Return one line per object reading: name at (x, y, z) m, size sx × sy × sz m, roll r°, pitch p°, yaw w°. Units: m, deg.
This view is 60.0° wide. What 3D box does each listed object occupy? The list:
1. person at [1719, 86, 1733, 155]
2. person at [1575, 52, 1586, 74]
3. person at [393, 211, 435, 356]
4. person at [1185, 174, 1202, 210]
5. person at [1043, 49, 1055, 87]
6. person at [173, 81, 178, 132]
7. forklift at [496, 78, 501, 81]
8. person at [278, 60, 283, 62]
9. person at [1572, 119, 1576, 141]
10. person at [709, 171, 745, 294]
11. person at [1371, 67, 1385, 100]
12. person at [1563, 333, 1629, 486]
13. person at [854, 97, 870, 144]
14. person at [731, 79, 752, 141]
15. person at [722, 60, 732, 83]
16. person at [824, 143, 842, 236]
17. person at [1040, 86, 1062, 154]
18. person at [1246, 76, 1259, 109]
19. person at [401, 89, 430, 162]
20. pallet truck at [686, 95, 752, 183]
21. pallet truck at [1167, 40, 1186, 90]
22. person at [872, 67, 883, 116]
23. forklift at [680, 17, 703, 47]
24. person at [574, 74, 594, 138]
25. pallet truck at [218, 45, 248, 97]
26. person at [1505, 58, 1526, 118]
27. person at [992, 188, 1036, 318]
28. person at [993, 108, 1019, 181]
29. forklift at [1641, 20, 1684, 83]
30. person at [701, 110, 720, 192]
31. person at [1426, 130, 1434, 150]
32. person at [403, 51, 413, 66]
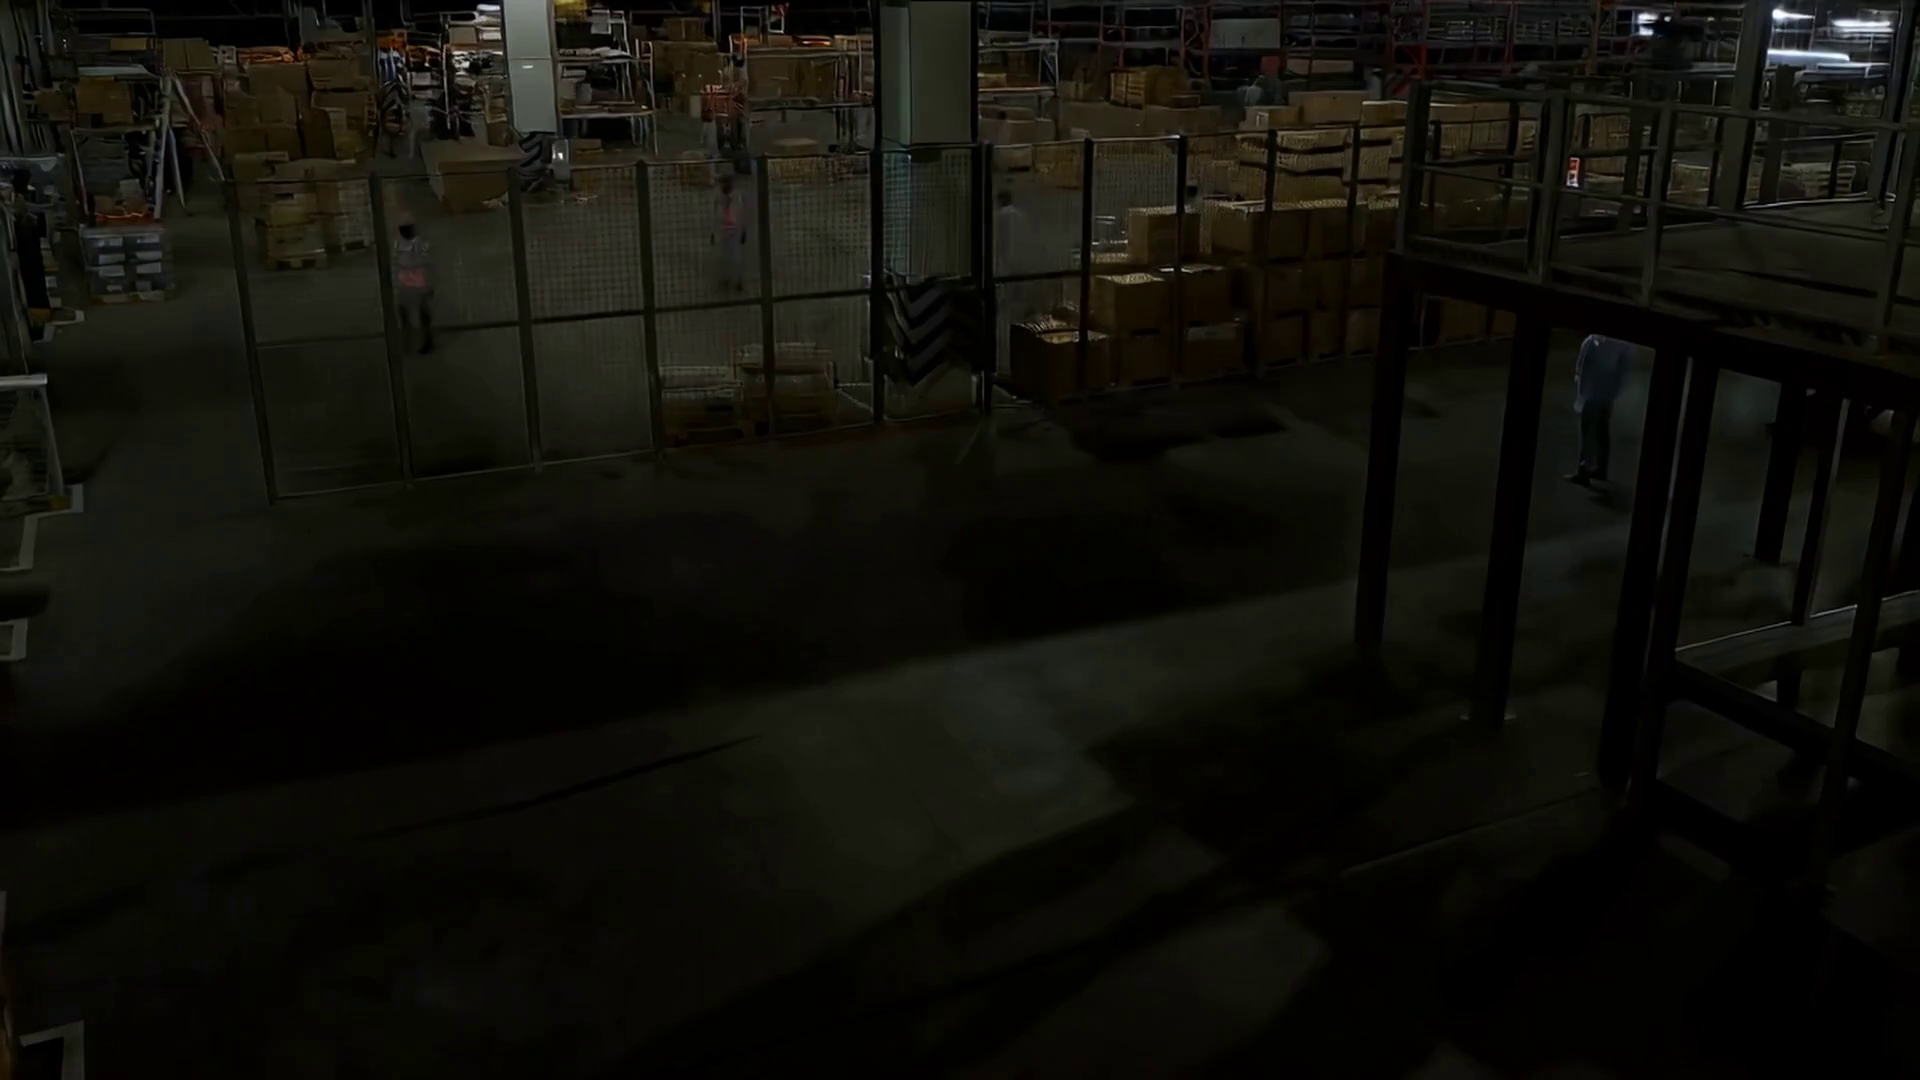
person at (20.911, -11.364, 45.170) m, size 0.531 × 1.857 × 0.623 m, roll -8°, pitch 20°, yaw -21°
person at (24.707, -18.515, 66.128) m, size 0.535 × 1.697 × 0.322 m, roll 14°, pitch 23°, yaw 35°
person at (-7.214, -3.354, 21.857) m, size 0.548 × 1.914 × 0.673 m, roll 5°, pitch 20°, yaw 13°
person at (3.516, -4.683, 25.701) m, size 0.382 × 1.917 × 0.585 m, roll 5°, pitch 20°, yaw 14°
person at (3.576, -18.600, 66.029) m, size 0.623 × 1.917 × 0.720 m, roll 8°, pitch 21°, yaw 21°
person at (-24.429, -13.458, 51.570) m, size 0.515 × 1.634 × 0.314 m, roll 13°, pitch 23°, yaw 33°
forklift at (-16.239, -17.535, 61.499) m, size 1.873 × 2.768 × 1.129 m, roll -10°, pitch 21°, yaw -26°
person at (-22.875, -15.220, 56.235) m, size 0.622 × 1.932 × 0.368 m, roll -8°, pitch 21°, yaw -22°
person at (13.894, -9.110, 38.360) m, size 0.392 × 2.033 × 0.605 m, roll -2°, pitch 19°, yaw -7°
person at (-3.666, -4.789, 25.988) m, size 0.642 × 1.923 × 0.662 m, roll 6°, pitch 20°, yaw 17°
person at (13.402, -14.153, 53.198) m, size 0.970 × 1.882 × 0.550 m, roll 9°, pitch 21°, yaw 25°
person at (6.306, -1.456, 16.482) m, size 0.619 × 1.836 × 0.431 m, roll -16°, pitch 25°, yaw -39°
person at (-2.539, -10.724, 43.543) m, size 0.540 × 1.695 × 0.317 m, roll 15°, pitch 24°, yaw 37°
person at (-6.446, -12.676, 49.013) m, size 0.512 × 1.828 × 0.785 m, roll 7°, pitch 20°, yaw 20°
person at (-7.972, -15.387, 56.769) m, size 0.985 × 1.883 × 0.583 m, roll -7°, pitch 20°, yaw -21°
person at (-2.438, -6.713, 31.846) m, size 0.295 × 1.744 × 0.485 m, roll -4°, pitch 19°, yaw -12°
person at (2.443, -11.257, 44.806) m, size 0.606 × 1.892 × 0.561 m, roll 1°, pitch 19°, yaw 4°
person at (9.126, -13.615, 51.944) m, size 0.319 × 1.686 × 0.534 m, roll 16°, pitch 25°, yaw 39°
person at (-14.326, -10.921, 43.856) m, size 0.554 × 1.881 × 0.983 m, roll 14°, pitch 23°, yaw 35°
pallet truck at (-5.836, -9.608, 39.856) m, size 0.823 × 1.965 × 1.885 m, roll 10°, pitch 22°, yaw 27°
pallet truck at (9.045, -19.971, 69.895) m, size 0.823 × 1.965 × 1.885 m, roll -3°, pitch 19°, yaw -8°
person at (-2.772, -15.665, 57.544) m, size 0.398 × 1.912 × 0.590 m, roll -11°, pitch 22°, yaw -30°
forklift at (-11.654, -21.346, 72.550) m, size 1.129 × 2.768 × 1.873 m, roll 3°, pitch 19°, yaw 10°
person at (-11.224, -12.958, 49.721) m, size 0.452 × 1.896 × 0.679 m, roll 11°, pitch 22°, yaw 30°
pallet truck at (-28.879, -18.665, 66.111) m, size 0.823 × 1.965 × 1.885 m, roll -3°, pitch 19°, yaw -9°
person at (18.586, -15.139, 55.824) m, size 0.684 × 2.000 × 0.535 m, roll 2°, pitch 19°, yaw 5°
person at (0.717, -4.200, 24.323) m, size 0.923 × 1.911 × 0.638 m, roll 16°, pitch 24°, yaw 38°
person at (1.005, -9.526, 40.035) m, size 0.519 × 1.723 × 0.921 m, roll -16°, pitch 24°, yaw -38°
forklift at (29.125, -19.936, 68.460) m, size 1.873 × 2.768 × 1.129 m, roll -9°, pitch 21°, yaw -25°
person at (-5.697, -8.878, 37.975) m, size 0.429 × 1.844 × 0.625 m, roll -1°, pitch 19°, yaw -2°
person at (9.117, -6.995, 32.364) m, size 0.629 × 1.938 × 1.027 m, roll 16°, pitch 25°, yaw 39°
person at (-22.389, -18.949, 67.155) m, size 0.584 × 1.858 × 0.860 m, roll -3°, pitch 19°, yaw -9°
